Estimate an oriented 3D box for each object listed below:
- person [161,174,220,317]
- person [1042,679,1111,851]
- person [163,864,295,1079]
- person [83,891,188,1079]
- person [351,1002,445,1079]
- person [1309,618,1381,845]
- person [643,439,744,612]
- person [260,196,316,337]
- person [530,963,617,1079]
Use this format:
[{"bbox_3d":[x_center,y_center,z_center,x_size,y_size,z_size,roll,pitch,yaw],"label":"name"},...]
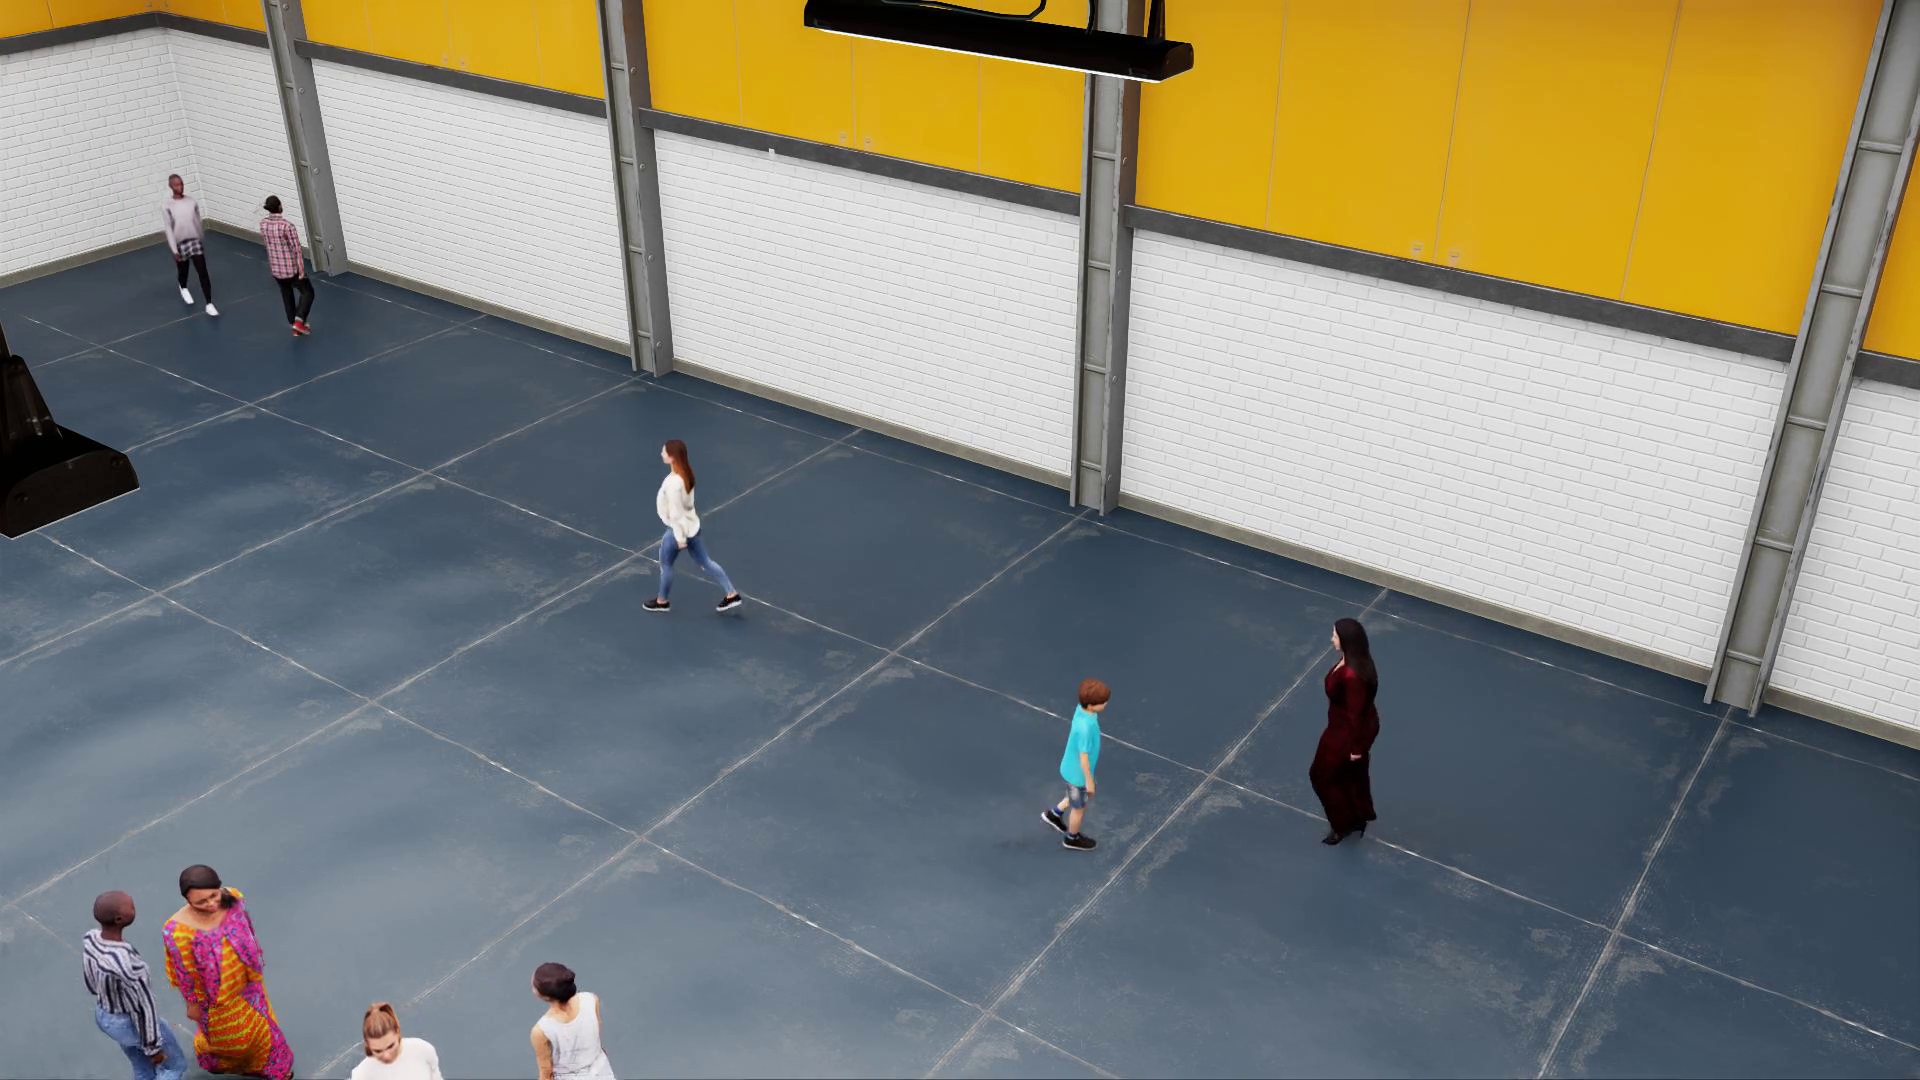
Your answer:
[{"bbox_3d":[-9.682,-3.693,20.745,0.829,1.744,1.197,-21,35,-33],"label":"person"},{"bbox_3d":[0.761,1.546,11.465,0.780,1.434,0.706,1,29,3],"label":"person"},{"bbox_3d":[-4.246,2.489,9.503,0.840,1.657,0.699,14,31,24],"label":"person"},{"bbox_3d":[-4.551,2.696,9.001,0.647,1.774,0.733,18,33,29],"label":"person"},{"bbox_3d":[-2.844,2.996,8.519,0.738,1.709,0.756,-17,33,-28],"label":"person"},{"bbox_3d":[2.792,1.351,11.515,0.849,1.728,0.812,3,29,6],"label":"person"},{"bbox_3d":[-2.277,-0.074,14.209,1.215,1.650,0.936,5,29,10],"label":"person"},{"bbox_3d":[-8.099,-3.246,19.921,0.770,1.748,0.871,6,29,12],"label":"person"},{"bbox_3d":[-1.978,2.917,8.793,0.824,1.585,1.101,-17,33,-29],"label":"person"}]
